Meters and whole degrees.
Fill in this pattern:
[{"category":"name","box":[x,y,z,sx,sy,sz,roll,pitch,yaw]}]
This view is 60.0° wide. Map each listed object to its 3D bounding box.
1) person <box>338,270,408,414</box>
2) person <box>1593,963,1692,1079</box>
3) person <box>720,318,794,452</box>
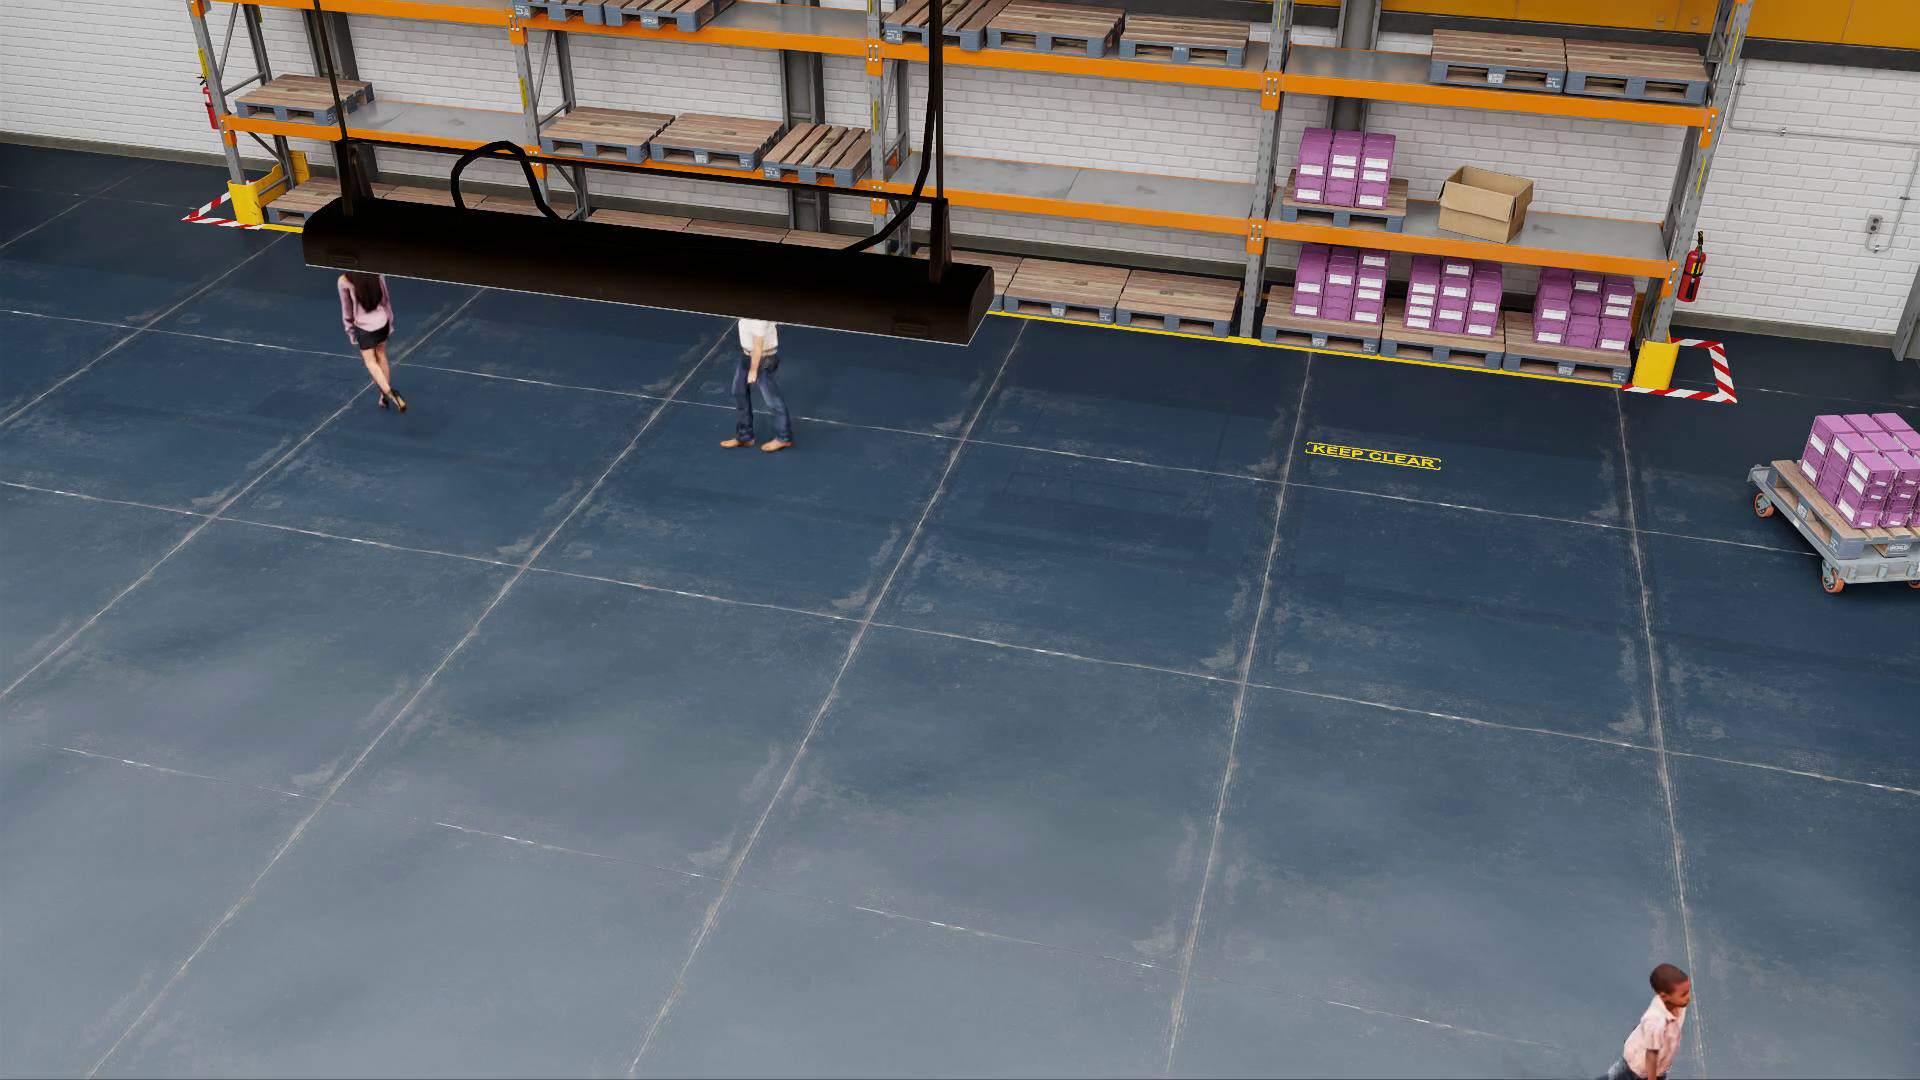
[{"category":"person","box":[-5.457,-1.936,15.530,0.940,1.797,1.052,-24,40,-31]},{"category":"person","box":[3.621,2.755,8.946,0.978,1.272,0.786,28,42,35]},{"category":"person","box":[-1.707,-1.626,15.035,1.041,1.830,0.957,-14,36,-20]}]
